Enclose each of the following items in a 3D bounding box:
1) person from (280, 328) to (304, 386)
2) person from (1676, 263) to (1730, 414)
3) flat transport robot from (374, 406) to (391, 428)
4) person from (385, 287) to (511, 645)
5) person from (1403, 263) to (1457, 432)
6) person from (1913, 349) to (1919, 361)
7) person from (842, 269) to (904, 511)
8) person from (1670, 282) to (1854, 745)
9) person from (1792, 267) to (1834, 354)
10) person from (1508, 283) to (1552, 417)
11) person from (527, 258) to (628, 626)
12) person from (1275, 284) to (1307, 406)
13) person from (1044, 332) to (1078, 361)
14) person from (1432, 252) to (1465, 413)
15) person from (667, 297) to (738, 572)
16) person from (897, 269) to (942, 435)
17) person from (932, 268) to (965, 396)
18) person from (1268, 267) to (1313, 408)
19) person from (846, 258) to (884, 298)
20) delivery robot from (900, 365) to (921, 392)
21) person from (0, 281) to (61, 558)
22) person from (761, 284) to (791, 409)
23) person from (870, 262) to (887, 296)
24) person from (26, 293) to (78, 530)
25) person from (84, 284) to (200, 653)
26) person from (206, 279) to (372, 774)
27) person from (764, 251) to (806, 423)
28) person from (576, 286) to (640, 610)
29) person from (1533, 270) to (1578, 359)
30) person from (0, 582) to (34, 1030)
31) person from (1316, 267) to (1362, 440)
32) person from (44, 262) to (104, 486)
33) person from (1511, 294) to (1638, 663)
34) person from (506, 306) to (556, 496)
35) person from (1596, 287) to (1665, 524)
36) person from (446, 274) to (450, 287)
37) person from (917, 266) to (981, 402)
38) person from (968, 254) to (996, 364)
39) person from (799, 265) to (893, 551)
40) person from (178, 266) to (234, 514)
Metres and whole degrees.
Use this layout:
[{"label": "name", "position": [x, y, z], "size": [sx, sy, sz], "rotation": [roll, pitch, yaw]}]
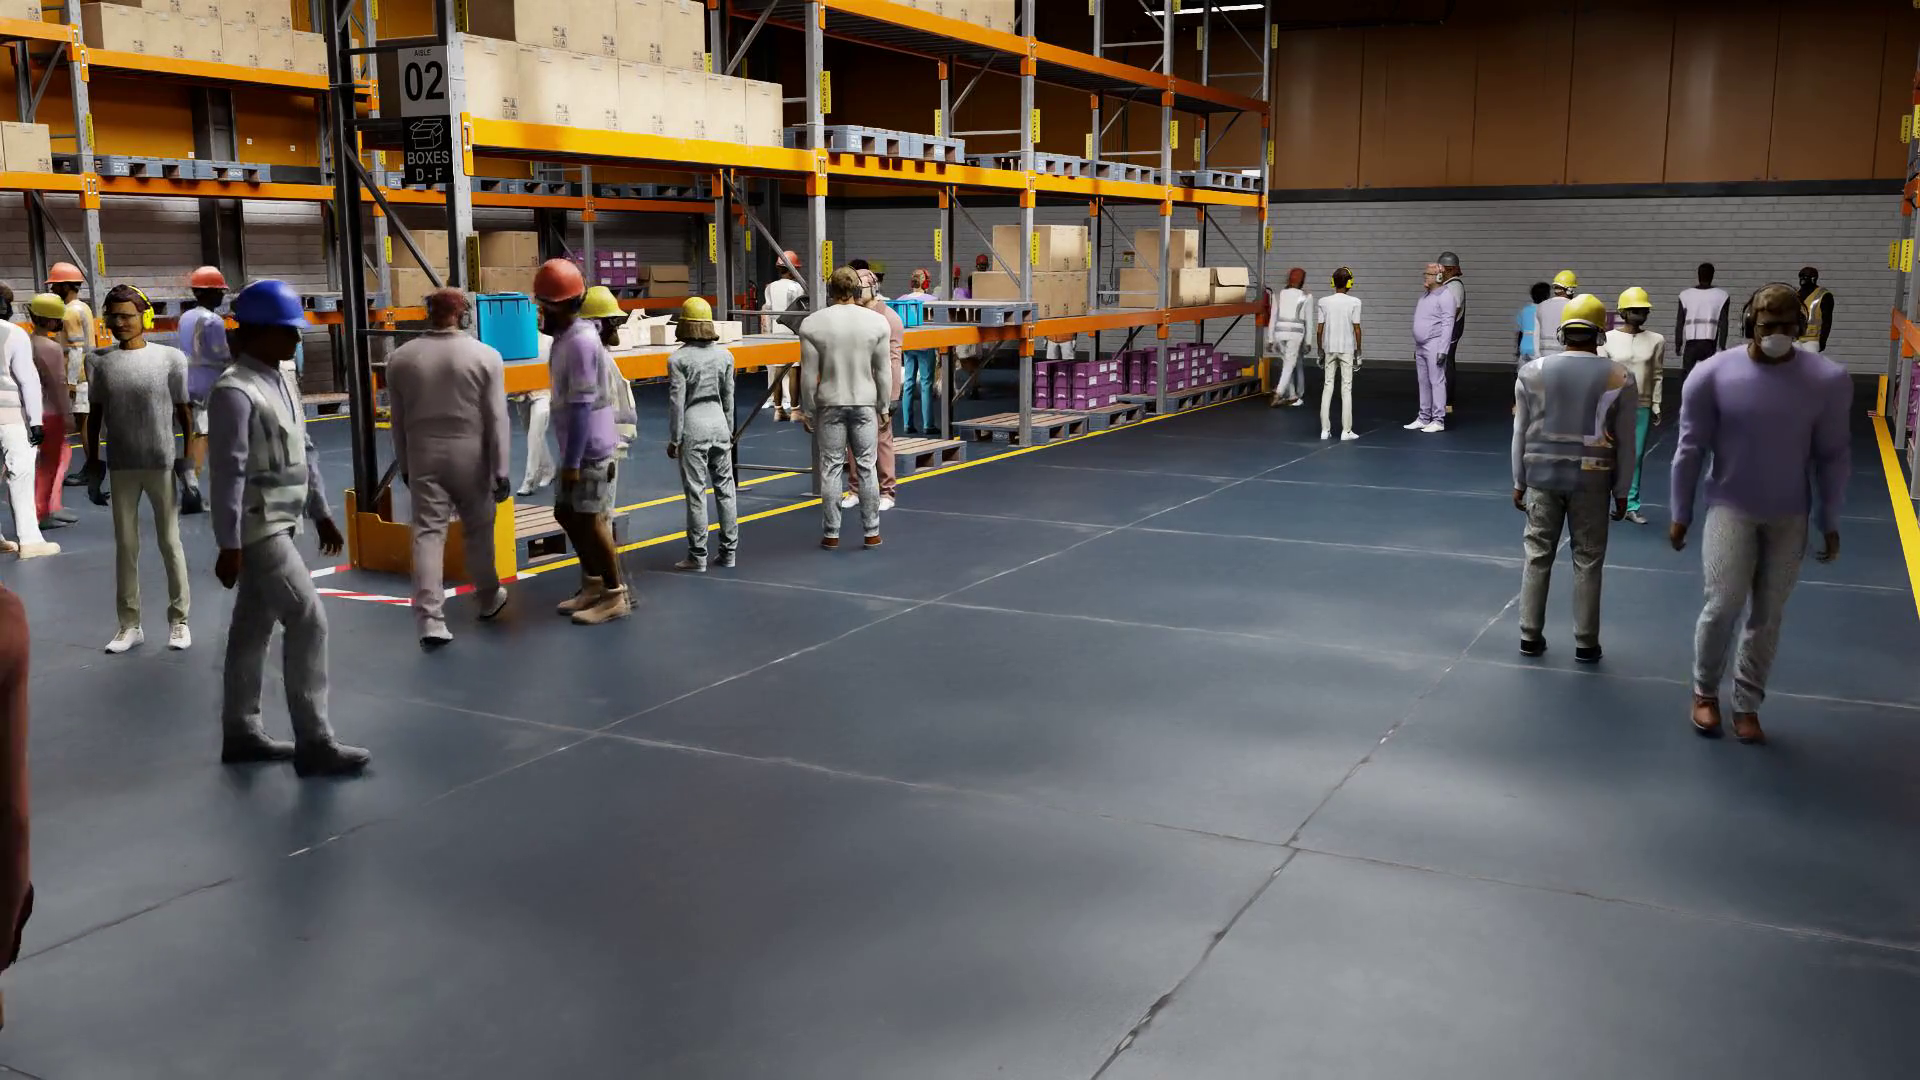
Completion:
[{"label": "person", "position": [-7.040, -1.746, 17.175], "size": [0.509, 1.629, 0.316], "rotation": [-2, 10, -10]}, {"label": "person", "position": [9.172, -2.466, 20.569], "size": [0.590, 1.904, 0.447], "rotation": [5, 11, 27]}, {"label": "flat transport robot", "position": [-6.258, -1.477, 19.546], "size": [1.431, 0.197, 0.652], "rotation": [-7, 12, -35]}, {"label": "person", "position": [-2.682, -0.404, 8.805], "size": [0.657, 1.847, 1.041], "rotation": [0, 10, -3]}, {"label": "person", "position": [5.330, -2.178, 18.862], "size": [0.407, 1.913, 0.641], "rotation": [-3, 10, -14]}, {"label": "person", "position": [13.945, -2.911, 23.950], "size": [0.540, 1.624, 0.328], "rotation": [2, 10, 13]}, {"label": "person", "position": [-0.748, -1.172, 13.091], "size": [0.636, 1.899, 0.402], "rotation": [7, 12, 36]}, {"label": "person", "position": [3.259, -0.093, 6.806], "size": [0.633, 1.912, 0.463], "rotation": [2, 10, 12]}, {"label": "person", "position": [10.905, -2.599, 21.498], "size": [0.429, 1.842, 0.637], "rotation": [-5, 11, -29]}, {"label": "person", "position": [6.920, -2.268, 20.132], "size": [0.342, 1.667, 0.656], "rotation": [-3, 10, -18]}, {"label": "person", "position": [-2.050, -0.503, 8.922], "size": [0.538, 1.993, 0.666], "rotation": [-4, 10, -21]}, {"label": "person", "position": [4.405, -2.595, 22.079], "size": [0.276, 1.631, 0.507], "rotation": [-9, 13, -42]}, {"label": "person", "position": [1.372, -2.720, 22.616], "size": [0.537, 1.696, 0.321], "rotation": [6, 11, 30]}, {"label": "person", "position": [6.132, -2.640, 21.160], "size": [0.538, 2.000, 0.684], "rotation": [2, 10, 13]}, {"label": "person", "position": [-1.655, -0.670, 10.610], "size": [0.483, 1.745, 0.304], "rotation": [-8, 13, -41]}, {"label": "person", "position": [-0.463, -2.093, 18.557], "size": [0.571, 1.843, 0.372], "rotation": [5, 11, 27]}, {"label": "person", "position": [-0.133, -2.948, 23.538], "size": [0.429, 1.837, 0.621], "rotation": [6, 11, 31]}, {"label": "person", "position": [4.290, -2.633, 21.725], "size": [0.584, 1.847, 0.906], "rotation": [7, 12, 36]}, {"label": "person", "position": [-1.045, -1.983, 17.576], "size": [0.614, 1.962, 0.366], "rotation": [7, 12, 36]}, {"label": "delivery robot", "position": [-0.845, -2.238, 22.856], "size": [0.707, 0.478, 0.477], "rotation": [2, 10, 14]}, {"label": "person", "position": [-6.358, -0.796, 11.057], "size": [0.636, 1.842, 0.429], "rotation": [2, 10, 13]}, {"label": "person", "position": [-2.374, -2.508, 21.567], "size": [0.514, 1.636, 0.315], "rotation": [7, 12, 37]}, {"label": "person", "position": [-1.584, -3.951, 29.244], "size": [0.988, 1.873, 0.674], "rotation": [-8, 12, -38]}, {"label": "person", "position": [-6.616, -0.936, 12.180], "size": [0.564, 1.725, 0.541], "rotation": [7, 12, 35]}, {"label": "person", "position": [-4.156, -0.356, 8.447], "size": [0.532, 1.865, 0.310], "rotation": [-2, 10, -12]}, {"label": "person", "position": [-2.610, -0.045, 6.501], "size": [0.777, 1.918, 0.629], "rotation": [-1, 10, -8]}, {"label": "person", "position": [-2.047, -2.423, 19.894], "size": [0.605, 2.045, 0.386], "rotation": [8, 12, 38]}, {"label": "person", "position": [-2.043, -0.521, 9.486], "size": [0.404, 1.835, 0.586], "rotation": [-3, 10, -19]}, {"label": "person", "position": [6.491, -1.986, 17.977], "size": [0.404, 1.832, 0.599], "rotation": [-7, 12, -37]}, {"label": "person", "position": [-1.623, 0.660, 2.353], "size": [0.647, 1.937, 0.576], "rotation": [-9, 14, -43]}, {"label": "person", "position": [4.117, -2.016, 18.039], "size": [0.518, 1.872, 0.326], "rotation": [6, 11, 30]}, {"label": "person", "position": [-7.715, -1.438, 14.498], "size": [0.362, 1.938, 0.545], "rotation": [-3, 10, -19]}, {"label": "person", "position": [3.039, -0.301, 8.263], "size": [0.586, 1.824, 0.404], "rotation": [5, 11, 27]}, {"label": "person", "position": [-3.621, -1.204, 14.143], "size": [0.506, 1.596, 0.878], "rotation": [2, 10, 13]}, {"label": "person", "position": [4.974, -0.995, 12.416], "size": [0.533, 1.772, 0.296], "rotation": [1, 10, 3]}, {"label": "person", "position": [-4.781, -1.620, 15.836], "size": [0.606, 1.830, 0.986], "rotation": [8, 12, 37]}, {"label": "person", "position": [-0.121, -2.803, 22.599], "size": [0.979, 1.867, 0.557], "rotation": [-9, 13, -41]}, {"label": "person", "position": [0.413, -4.228, 30.485], "size": [0.613, 1.995, 0.390], "rotation": [-4, 11, -23]}, {"label": "person", "position": [-0.772, -0.888, 11.310], "size": [0.628, 1.940, 0.373], "rotation": [-1, 10, -6]}, {"label": "person", "position": [-5.812, -1.176, 13.045], "size": [0.833, 1.905, 0.552], "rotation": [-9, 13, -43]}]
